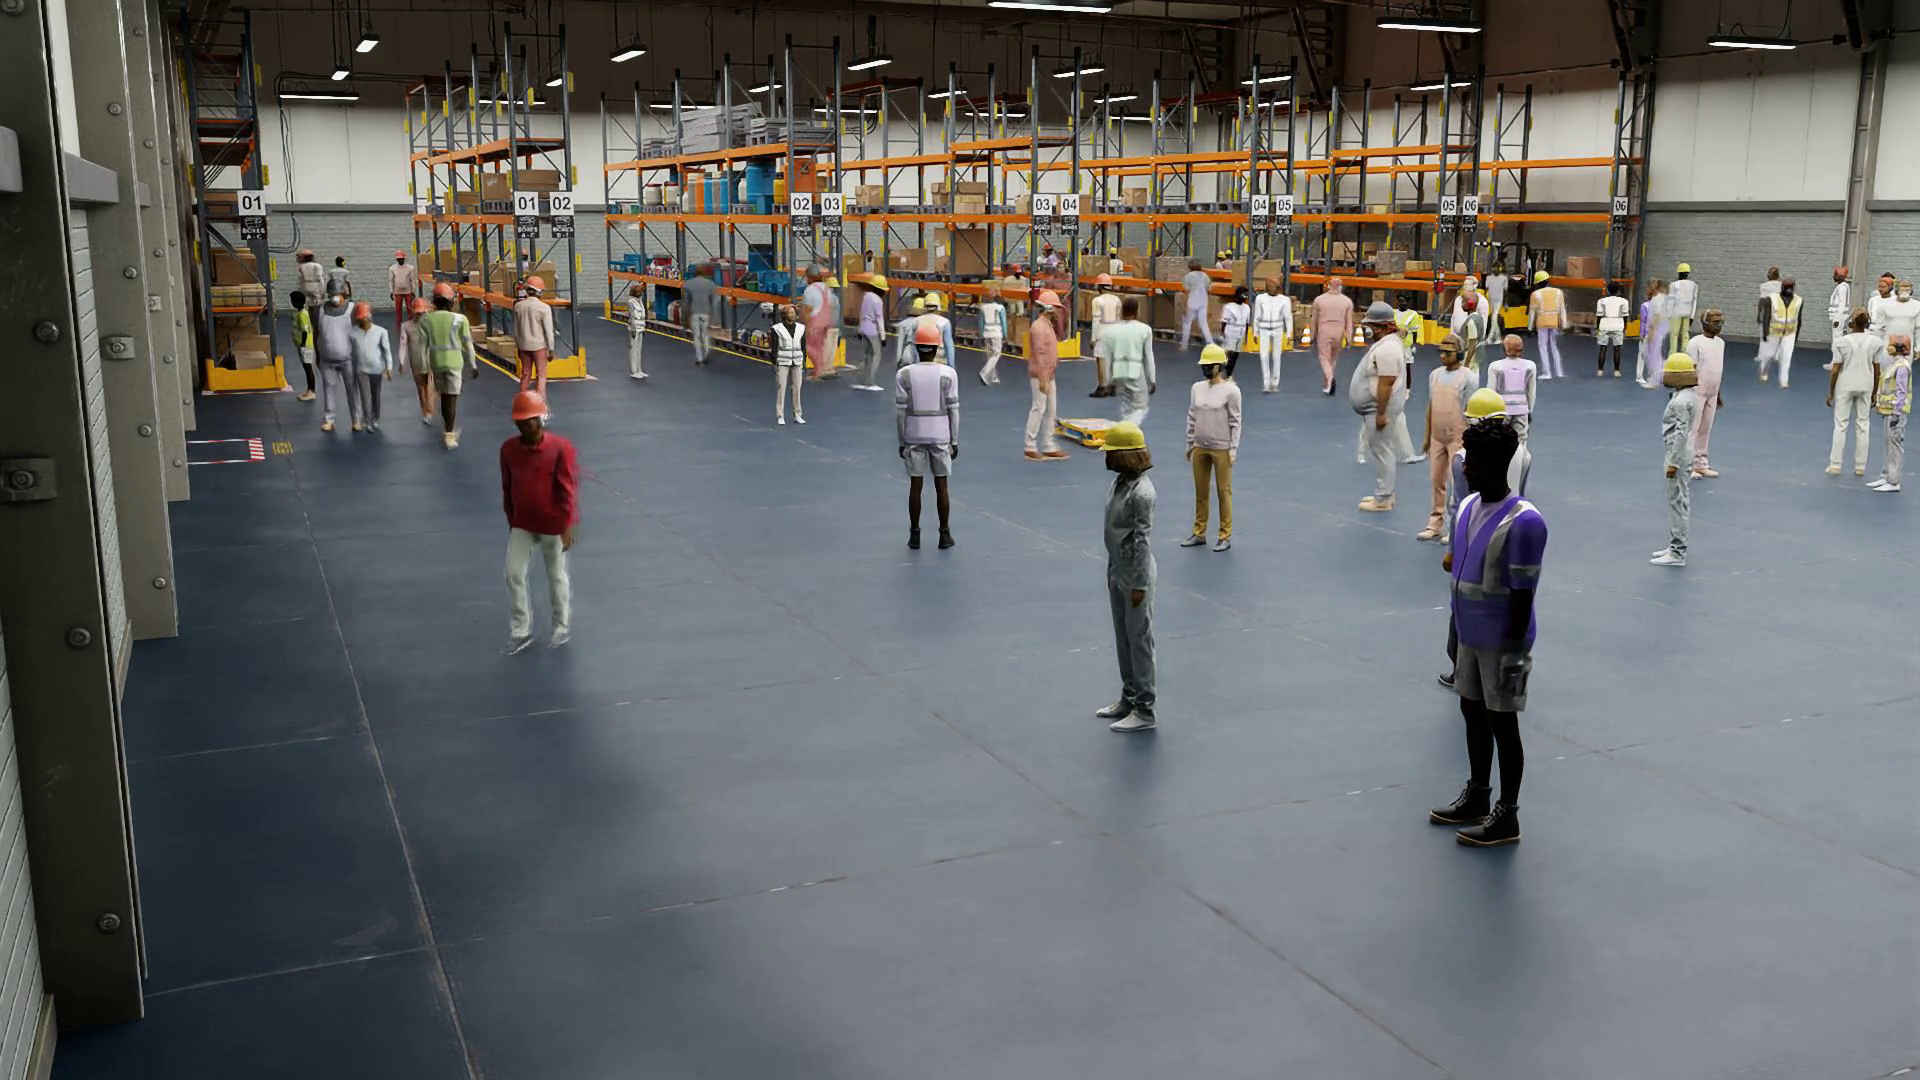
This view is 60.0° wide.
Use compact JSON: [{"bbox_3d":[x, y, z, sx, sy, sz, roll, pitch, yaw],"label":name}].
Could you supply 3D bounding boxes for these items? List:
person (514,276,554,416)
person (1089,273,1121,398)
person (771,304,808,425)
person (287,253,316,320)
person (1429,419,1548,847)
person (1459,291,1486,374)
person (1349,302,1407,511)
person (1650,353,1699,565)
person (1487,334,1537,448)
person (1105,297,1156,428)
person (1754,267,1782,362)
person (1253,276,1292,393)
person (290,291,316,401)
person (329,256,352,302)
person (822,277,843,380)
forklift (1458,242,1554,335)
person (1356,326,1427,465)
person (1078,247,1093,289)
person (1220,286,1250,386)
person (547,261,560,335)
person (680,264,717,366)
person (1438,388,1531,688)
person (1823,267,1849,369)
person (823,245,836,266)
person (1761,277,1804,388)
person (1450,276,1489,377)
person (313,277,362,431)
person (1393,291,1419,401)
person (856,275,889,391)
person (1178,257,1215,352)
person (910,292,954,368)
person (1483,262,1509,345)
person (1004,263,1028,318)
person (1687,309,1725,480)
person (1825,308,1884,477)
[{"bbox_3d":[-6.029,-2.741,23.626,0.624,1.984,0.424,4,12,20],"label":"person"},{"bbox_3d":[2.248,-3.190,26.021,0.549,1.938,0.363,-8,14,-36],"label":"person"},{"bbox_3d":[-2.331,-2.397,22.722,0.522,1.645,0.306,-6,13,-28],"label":"person"},{"bbox_3d":[-17.647,-6.816,44.833,1.027,1.795,0.581,-3,11,-13],"label":"person"},{"bbox_3d":[2.418,0.422,7.614,0.374,1.958,0.599,-3,12,-15],"label":"person"},{"bbox_3d":[6.763,-2.362,22.028,0.389,1.847,0.563,4,12,21],"label":"person"},{"bbox_3d":[4.058,-1.310,16.187,0.535,2.000,0.690,3,12,16],"label":"person"},{"bbox_3d":[5.874,-0.663,13.664,0.320,1.740,0.490,6,13,28],"label":"person"},{"bbox_3d":[5.660,-1.294,17.128,0.514,1.642,0.310,0,11,0],"label":"person"},{"bbox_3d":[1.998,-1.896,19.559,0.642,1.893,0.549,6,13,29],"label":"person"},{"bbox_3d":[15.749,-4.375,32.303,0.502,1.837,0.349,0,11,1],"label":"person"},{"bbox_3d":[4.999,-3.276,26.603,0.626,1.864,0.733,2,11,10],"label":"person"},{"bbox_3d":[-10.093,-2.980,25.565,0.320,1.692,0.531,-5,12,-22],"label":"person"},{"bbox_3d":[-14.776,-5.837,39.678,0.513,1.858,0.329,-1,11,-4],"label":"person"},{"bbox_3d":[-2.215,-3.673,28.897,0.323,1.767,0.533,5,12,22],"label":"person"},{"bbox_3d":[13.047,-6.049,39.881,2.313,2.155,1.214,-5,12,-23],"label":"forklift"},{"bbox_3d":[4.919,-1.636,18.991,0.591,1.590,0.873,-7,13,-32],"label":"person"},{"bbox_3d":[3.552,-7.275,46.815,0.399,1.920,0.590,-7,13,-33],"label":"person"},{"bbox_3d":[4.582,-3.386,27.684,0.549,1.664,0.372,-8,14,-36],"label":"person"},{"bbox_3d":[-9.687,-5.716,39.332,0.490,1.746,0.284,4,12,21],"label":"person"},{"bbox_3d":[-4.967,-4.265,31.516,0.651,1.912,0.676,-6,12,-26],"label":"person"},{"bbox_3d":[3.149,-0.001,10.067,0.599,1.830,0.403,-7,13,-31],"label":"person"},{"bbox_3d":[16.228,-4.094,30.738,0.338,1.882,0.583,6,13,28],"label":"person"},{"bbox_3d":[-3.866,-7.859,49.466,0.607,2.044,0.379,8,13,34],"label":"person"},{"bbox_3d":[13.667,-3.465,27.697,0.631,1.823,0.737,2,11,12],"label":"person"},{"bbox_3d":[7.825,-3.119,25.713,0.411,1.913,0.643,-7,13,-33],"label":"person"},{"bbox_3d":[-8.235,-2.463,22.050,0.673,2.000,0.536,-1,11,-8],"label":"person"},{"bbox_3d":[6.806,-2.992,25.637,0.537,1.691,0.319,9,15,40],"label":"person"},{"bbox_3d":[-1.445,-3.368,27.084,0.389,1.878,0.758,-7,13,-32],"label":"person"},{"bbox_3d":[4.910,-4.874,34.302,0.699,2.000,0.978,-5,12,-23],"label":"person"},{"bbox_3d":[-0.363,-2.382,22.188,0.624,1.827,0.404,6,13,29],"label":"person"},{"bbox_3d":[11.715,-5.174,36.416,0.970,1.812,0.484,-10,15,-42],"label":"person"},{"bbox_3d":[1.279,-5.663,39.118,0.594,1.724,0.626,-6,13,-27],"label":"person"},{"bbox_3d":[8.086,-1.581,18.064,0.507,1.846,0.344,-6,13,-27],"label":"person"},{"bbox_3d":[9.787,-1.613,18.226,0.505,1.846,0.346,3,12,15],"label":"person"}]
